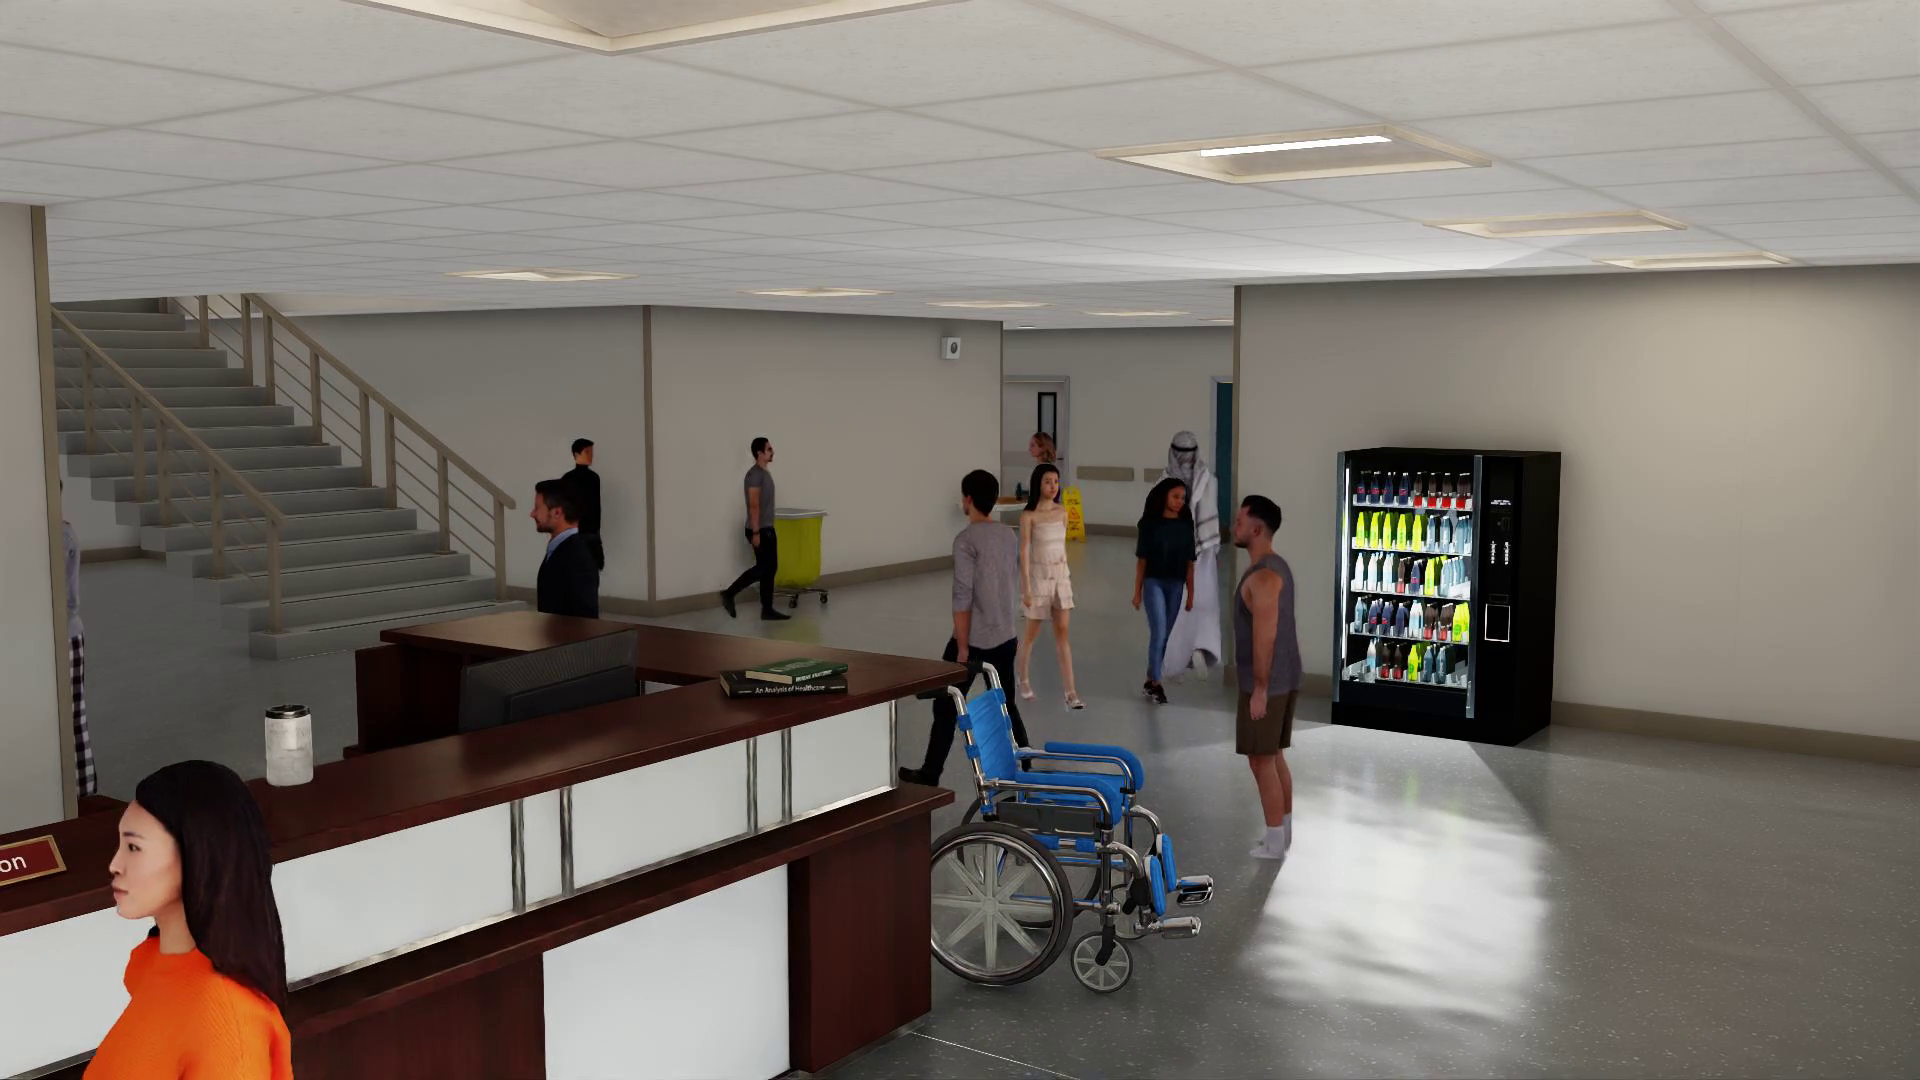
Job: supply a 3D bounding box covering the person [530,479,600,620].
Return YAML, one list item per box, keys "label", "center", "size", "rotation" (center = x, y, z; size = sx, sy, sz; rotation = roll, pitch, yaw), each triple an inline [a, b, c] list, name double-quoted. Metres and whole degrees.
- label: "person"
  center: [-1.805, 0.644, 7.742]
  size: [0.798, 1.864, 0.691]
  rotation: [-3, 6, -24]

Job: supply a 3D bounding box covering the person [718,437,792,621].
- label: "person"
  center: [-1.950, -0.087, 15.631]
  size: [1.008, 1.738, 0.890]
  rotation: [0, 6, 1]

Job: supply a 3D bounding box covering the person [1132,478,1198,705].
- label: "person"
  center: [1.438, 0.355, 11.955]
  size: [0.833, 1.595, 0.907]
  rotation: [-1, 6, -13]

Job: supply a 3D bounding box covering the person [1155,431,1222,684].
- label: "person"
  center: [1.714, 0.158, 12.352]
  size: [1.051, 1.908, 1.060]
  rotation: [0, 6, -3]

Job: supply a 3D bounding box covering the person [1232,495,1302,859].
- label: "person"
  center: [1.518, 0.693, 8.180]
  size: [0.690, 1.838, 0.703]
  rotation: [2, 6, 18]

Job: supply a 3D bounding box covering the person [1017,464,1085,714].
- label: "person"
  center: [0.534, 0.354, 11.525]
  size: [0.900, 1.682, 1.143]
  rotation: [-3, 7, -29]

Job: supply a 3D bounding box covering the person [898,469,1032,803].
- label: "person"
  center: [0.193, 0.560, 8.834]
  size: [1.078, 1.812, 0.772]
  rotation: [5, 8, 42]

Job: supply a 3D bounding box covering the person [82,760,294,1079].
- label: "person"
  center: [-1.140, 1.222, 2.706]
  size: [0.824, 1.721, 1.065]
  rotation: [-5, 8, -43]

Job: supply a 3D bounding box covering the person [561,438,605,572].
- label: "person"
  center: [-3.694, -0.116, 16.056]
  size: [0.793, 1.711, 0.647]
  rotation: [4, 7, 37]

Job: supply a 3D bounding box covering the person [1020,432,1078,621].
- label: "person"
  center: [0.861, -0.126, 15.773]
  size: [0.902, 1.787, 0.827]
  rotation: [0, 6, -5]
